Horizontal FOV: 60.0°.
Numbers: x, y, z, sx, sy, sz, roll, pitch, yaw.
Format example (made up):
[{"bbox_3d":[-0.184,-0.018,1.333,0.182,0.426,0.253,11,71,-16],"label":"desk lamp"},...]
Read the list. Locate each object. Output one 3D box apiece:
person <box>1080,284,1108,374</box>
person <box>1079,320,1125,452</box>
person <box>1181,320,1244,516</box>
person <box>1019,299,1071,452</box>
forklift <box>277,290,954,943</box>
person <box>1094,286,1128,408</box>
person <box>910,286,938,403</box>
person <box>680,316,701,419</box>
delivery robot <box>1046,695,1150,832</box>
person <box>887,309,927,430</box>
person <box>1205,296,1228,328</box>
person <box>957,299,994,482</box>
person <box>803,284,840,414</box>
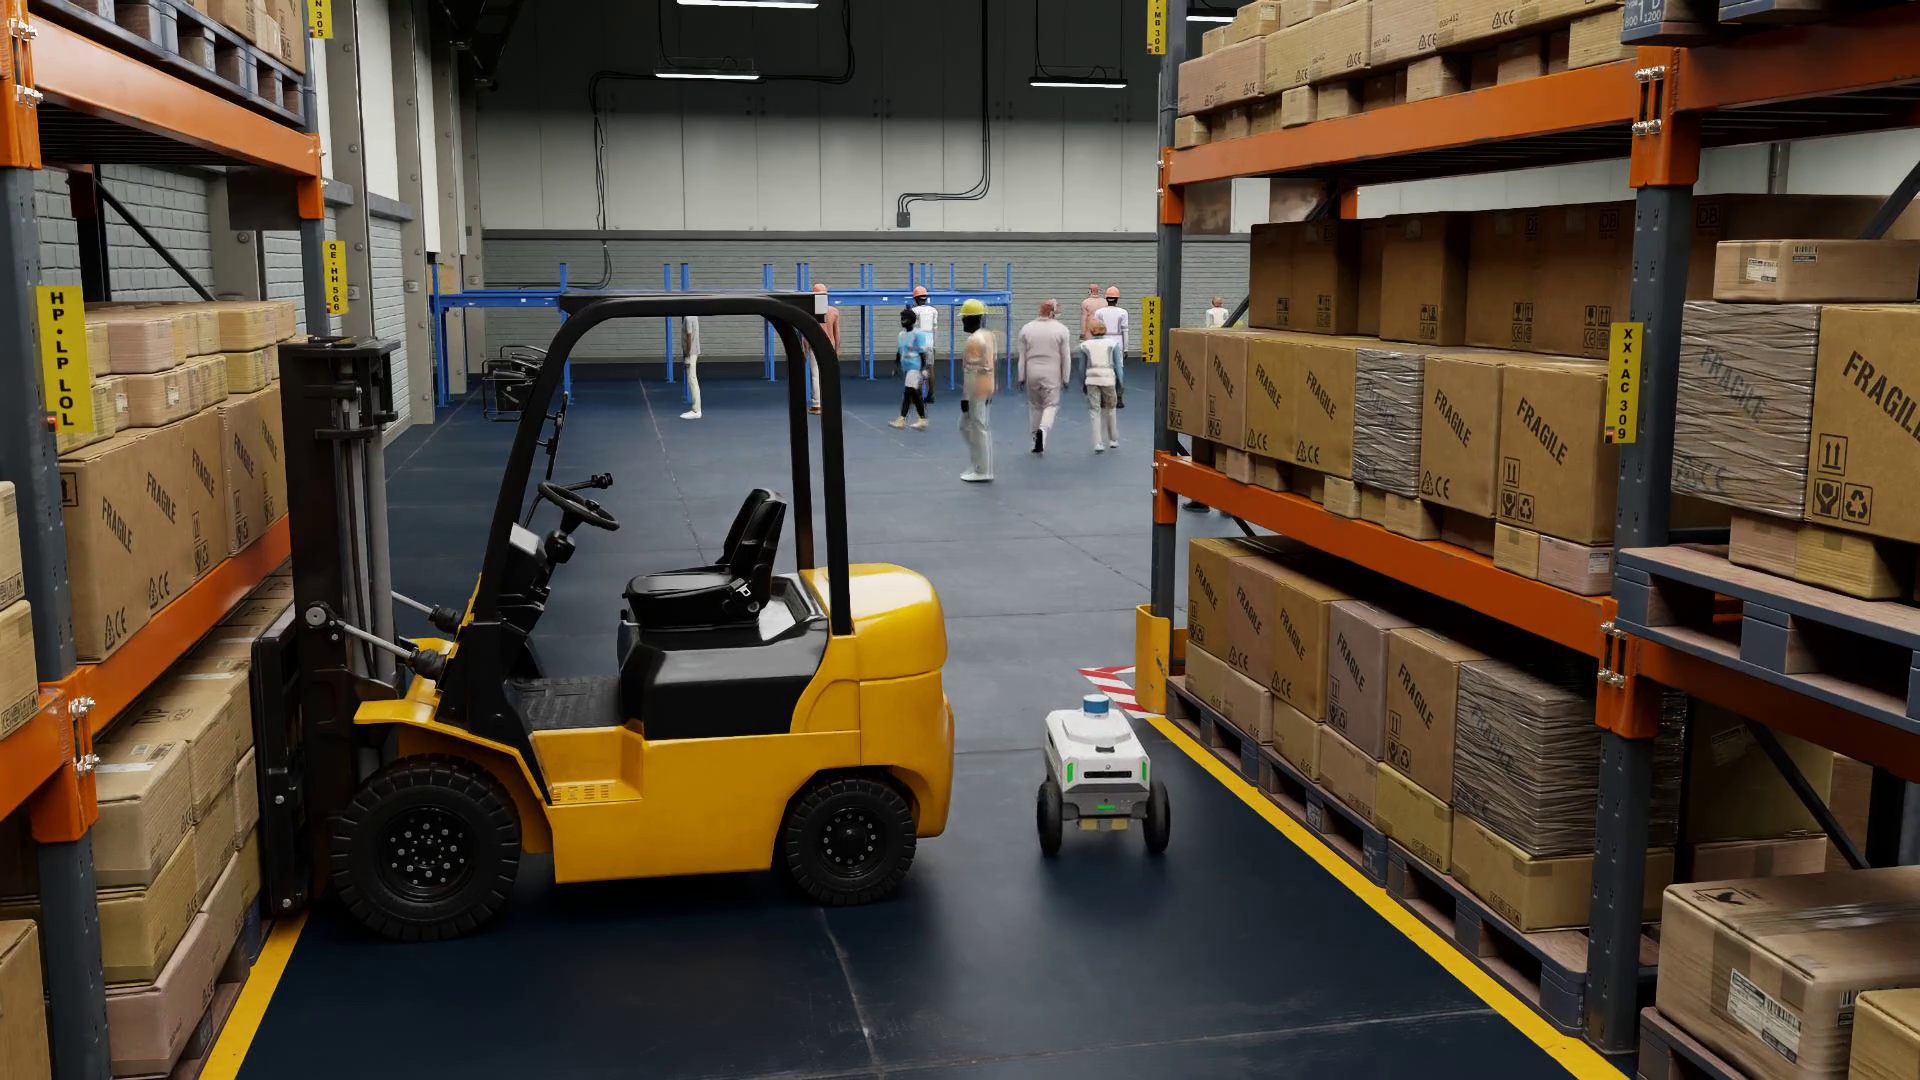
[{"bbox_3d":[2.717,-4.257,33.905,0.642,1.909,0.410,-5,10,-27],"label":"person"},{"bbox_3d":[1.757,-1.900,20.439,0.577,1.596,0.772,2,10,13],"label":"person"},{"bbox_3d":[2.301,-1.114,15.144,0.735,1.792,0.405,7,12,38],"label":"person"},{"bbox_3d":[1.013,-1.979,20.129,0.667,1.873,0.748,3,10,18],"label":"person"},{"bbox_3d":[-1.179,0.175,6.143,2.313,2.155,1.214,-2,10,-12],"label":"forklift"},{"bbox_3d":[2.433,-3.101,26.763,0.552,1.935,0.367,2,9,10],"label":"person"},{"bbox_3d":[-0.637,-3.242,27.636,0.543,1.933,0.363,-7,12,-36],"label":"person"},{"bbox_3d":[-4.053,-2.758,24.913,0.312,1.865,0.515,-1,9,-5],"label":"person"},{"bbox_3d":[0.542,0.862,6.653,0.477,0.478,0.707,0,9,-3],"label":"delivery robot"},{"bbox_3d":[-0.766,-2.344,22.955,0.814,1.657,0.555,-7,11,-35],"label":"person"},{"bbox_3d":[5.436,-4.337,35.206,0.510,1.640,0.308,-2,9,-11],"label":"person"},{"bbox_3d":[0.109,-1.566,17.468,0.502,1.912,0.609,2,10,12],"label":"person"},{"bbox_3d":[-2.152,-2.958,25.716,0.619,1.992,0.396,-5,11,-30],"label":"person"}]
